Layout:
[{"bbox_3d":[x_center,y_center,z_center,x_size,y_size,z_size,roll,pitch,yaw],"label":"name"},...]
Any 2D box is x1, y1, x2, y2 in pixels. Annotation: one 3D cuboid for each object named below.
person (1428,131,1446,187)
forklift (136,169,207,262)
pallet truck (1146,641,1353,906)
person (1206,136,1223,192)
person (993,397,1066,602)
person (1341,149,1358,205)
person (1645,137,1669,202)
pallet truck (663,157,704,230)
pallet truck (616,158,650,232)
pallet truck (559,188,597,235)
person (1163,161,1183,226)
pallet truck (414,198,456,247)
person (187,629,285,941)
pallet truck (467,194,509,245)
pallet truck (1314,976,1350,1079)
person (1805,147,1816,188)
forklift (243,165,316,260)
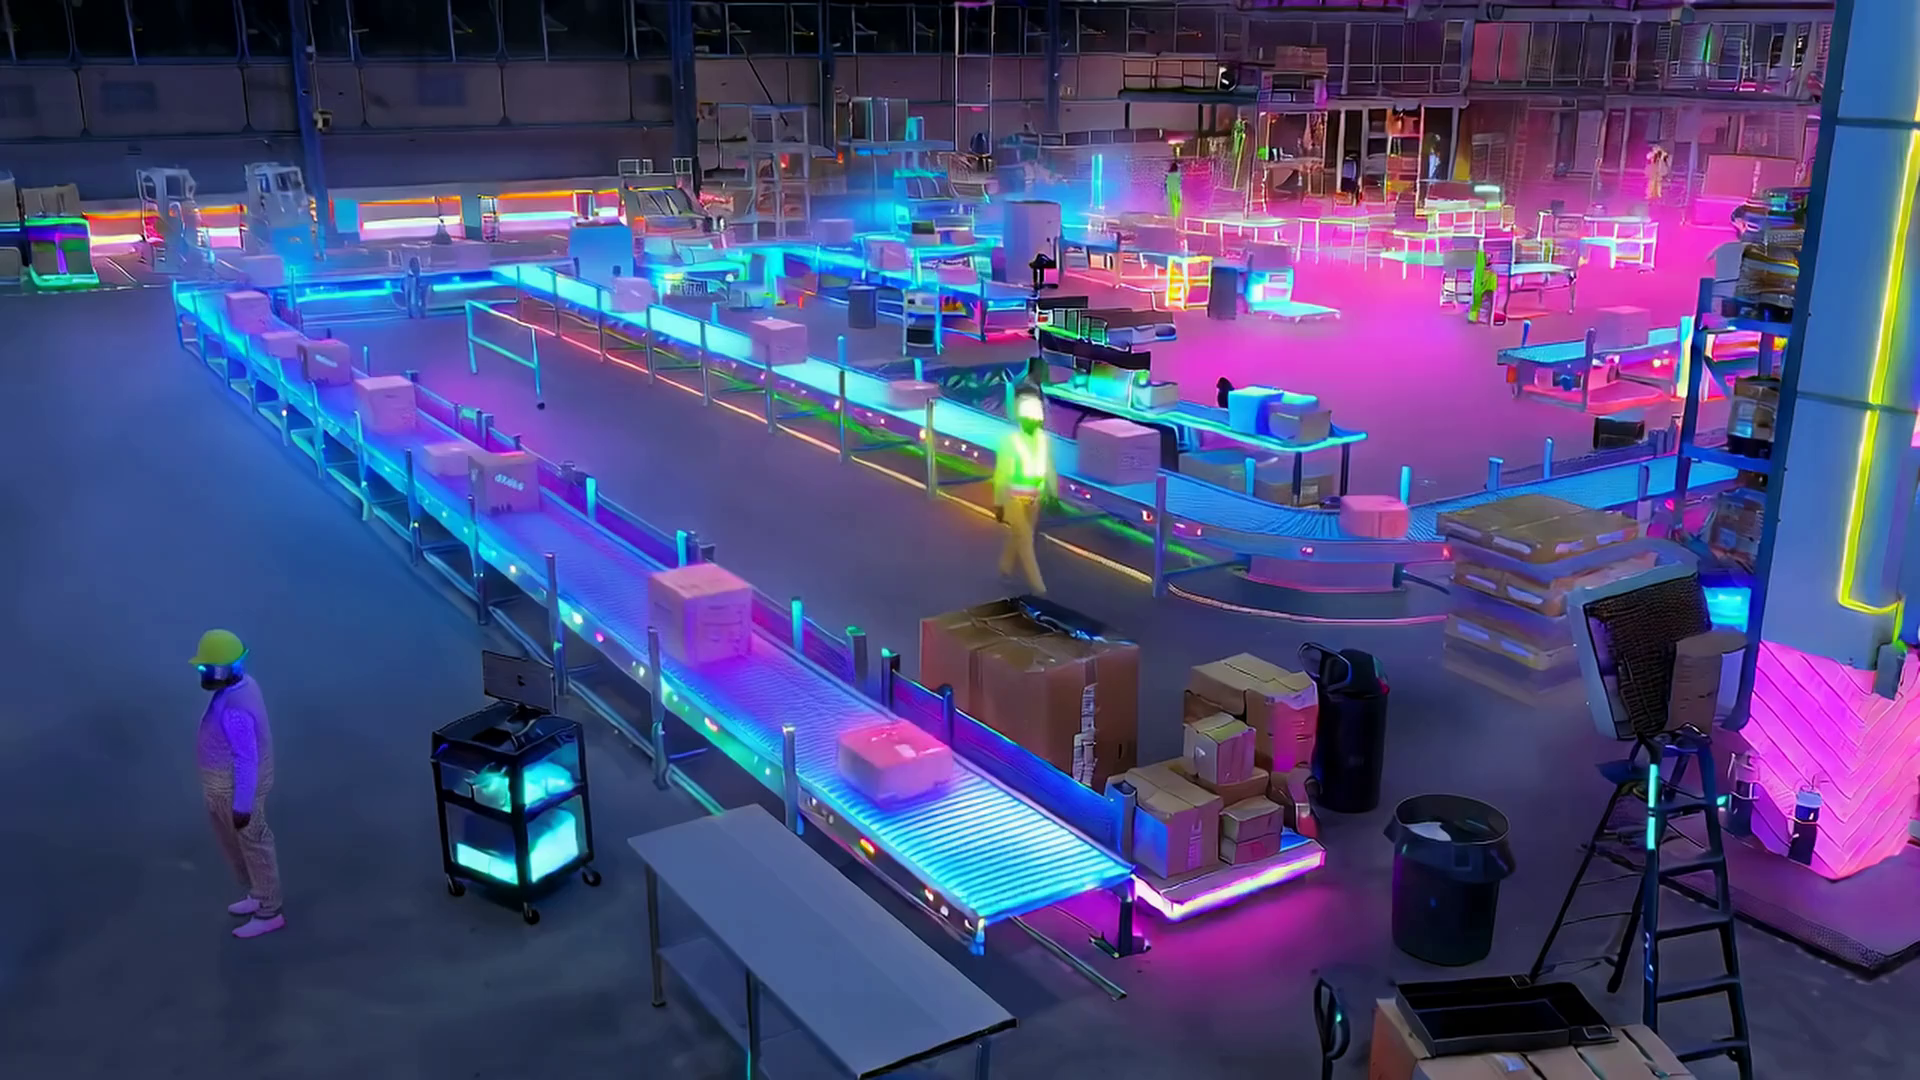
[{"bbox_3d":[16.766,-13.334,58.242,0.583,1.908,0.464,-12,21,-35],"label":"person"},{"bbox_3d":[-17.842,-7.318,37.559,1.157,1.987,2.680,-10,20,-31],"label":"forklift"},{"bbox_3d":[1.664,1.407,10.232,1.630,1.274,0.653,-10,20,-31],"label":"pallet truck"},{"bbox_3d":[8.585,-12.687,56.146,0.581,1.880,0.479,-6,18,-19],"label":"person"},{"bbox_3d":[0.644,-0.366,15.098,0.623,1.890,0.996,-13,21,-36],"label":"person"},{"bbox_3d":[11.955,-11.097,51.059,0.526,1.761,0.333,7,18,23],"label":"person"},{"bbox_3d":[22.143,-11.795,52.895,0.684,2.000,0.536,9,19,27],"label":"person"},{"bbox_3d":[-7.586,-9.308,44.692,0.823,1.965,1.885,-11,20,-33],"label":"pallet truck"},{"bbox_3d":[-8.918,-9.176,44.255,0.823,1.965,1.885,-9,19,-27],"label":"pallet truck"},{"bbox_3d":[-10.010,-8.652,43.699,0.653,1.274,1.630,-10,20,-31],"label":"pallet truck"},{"bbox_3d":[5.785,-9.344,45.104,0.536,1.836,0.934,2,17,6],"label":"person"},{"bbox_3d":[-13.250,-8.060,41.856,0.680,1.201,1.601,-10,20,-31],"label":"pallet truck"},{"bbox_3d":[-4.086,1.374,9.428,0.404,1.834,0.591,-7,18,-21],"label":"person"},{"bbox_3d":[-11.983,-8.177,42.137,0.704,1.261,1.522,-11,20,-33],"label":"pallet truck"},{"bbox_3d":[2.299,2.390,7.086,1.601,1.201,0.680,-2,17,-7],"label":"pallet truck"},{"bbox_3d":[25.147,-10.605,49.102,0.545,1.943,0.347,-14,21,-38],"label":"person"},{"bbox_3d":[-15.898,-7.669,38.708,1.157,1.987,2.680,-11,20,-33],"label":"forklift"}]
